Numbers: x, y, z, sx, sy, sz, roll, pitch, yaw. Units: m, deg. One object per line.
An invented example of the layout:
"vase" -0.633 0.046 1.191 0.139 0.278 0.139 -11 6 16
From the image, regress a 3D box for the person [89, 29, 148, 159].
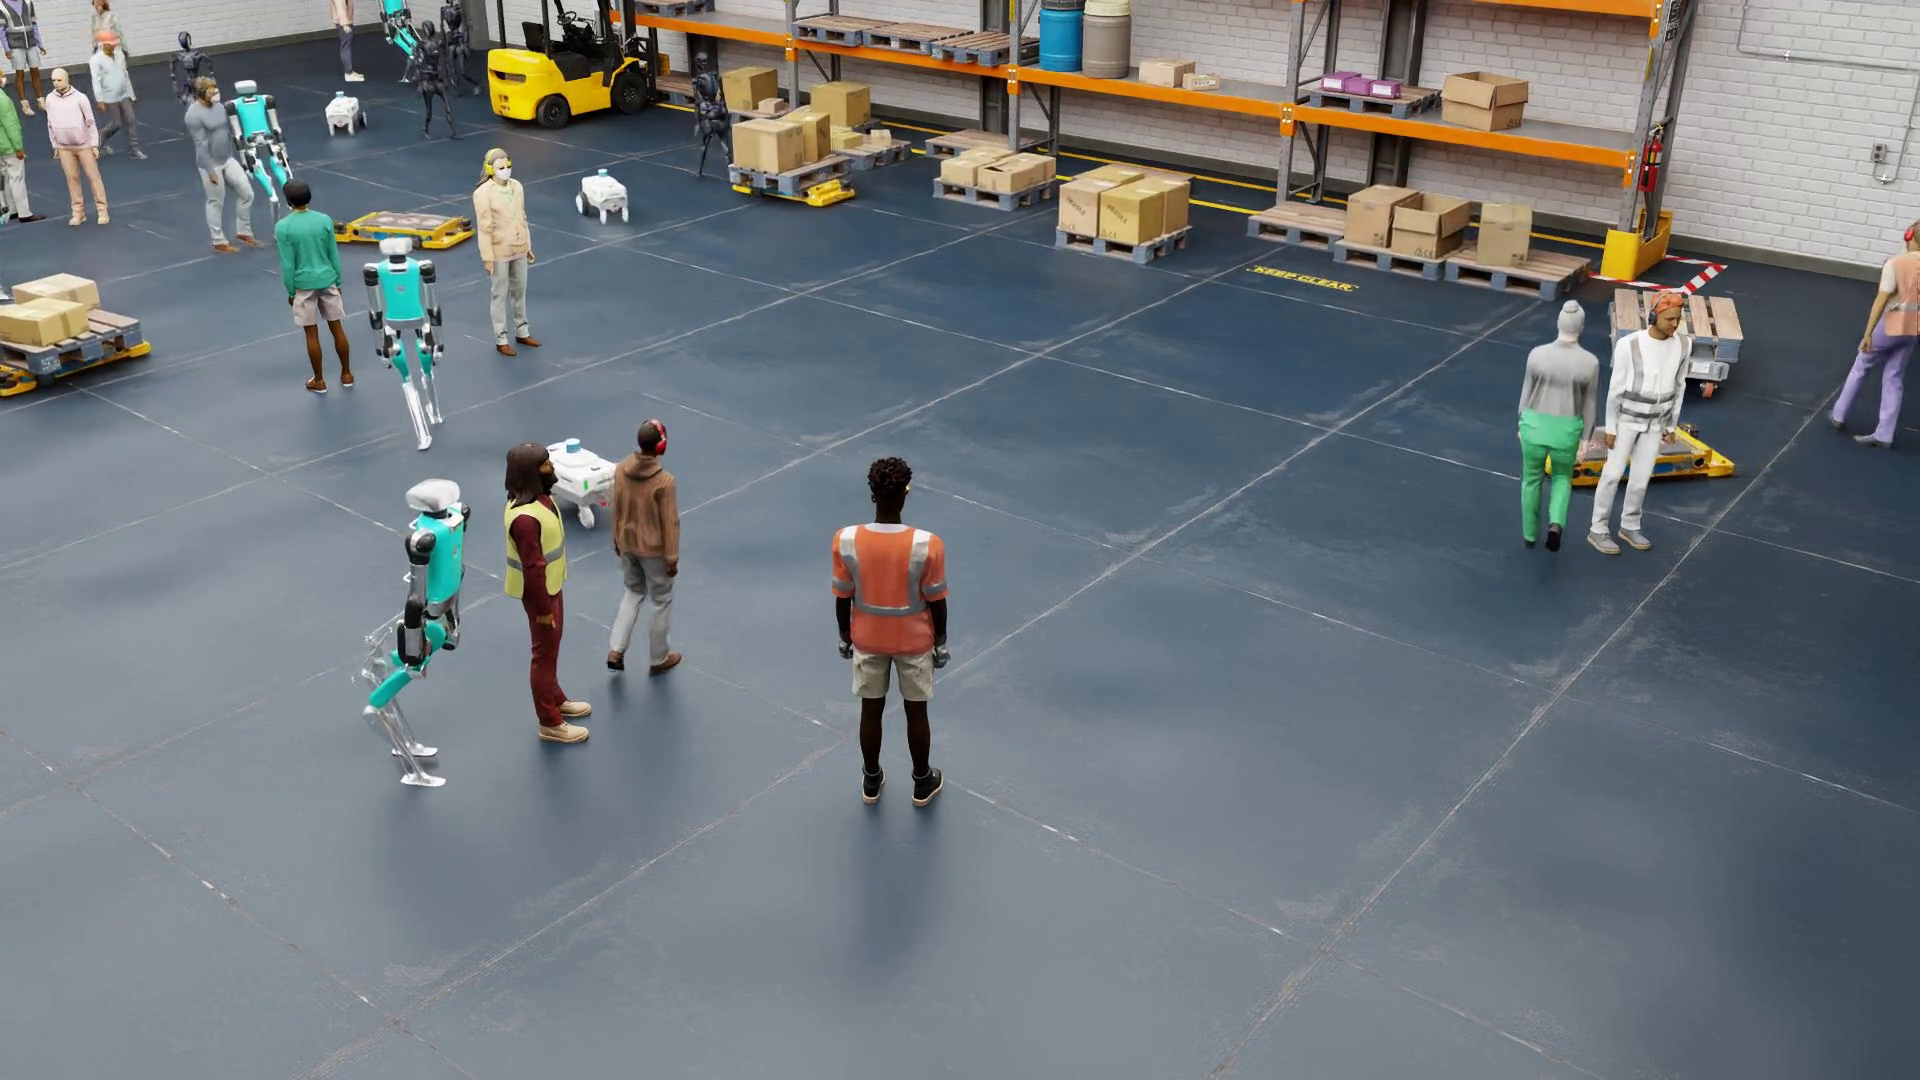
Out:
"person" -11.350 -5.957 22.230 0.589 1.724 0.598 9 27 18

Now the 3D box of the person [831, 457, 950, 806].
"person" -0.348 0.492 8.601 0.602 1.966 0.367 4 26 8

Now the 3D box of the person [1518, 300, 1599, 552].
"person" 4.052 -0.751 11.335 0.504 1.828 0.500 8 27 16

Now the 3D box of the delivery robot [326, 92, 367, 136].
"delivery robot" -8.900 -6.160 24.011 0.499 0.605 0.799 -4 26 -8

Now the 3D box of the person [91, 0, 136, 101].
"person" -13.086 -7.480 25.519 0.512 1.606 0.790 11 28 22

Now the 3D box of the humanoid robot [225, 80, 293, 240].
"humanoid robot" -7.711 -4.183 18.526 0.563 1.741 0.849 -16 30 -29

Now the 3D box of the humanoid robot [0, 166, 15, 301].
"humanoid robot" -9.874 -3.256 16.613 0.599 1.767 0.881 2 26 4

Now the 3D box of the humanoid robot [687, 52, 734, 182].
"humanoid robot" -3.162 -5.352 21.067 0.750 1.621 0.592 17 30 31

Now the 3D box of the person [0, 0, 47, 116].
"person" -14.003 -7.402 24.863 0.375 2.045 0.605 17 30 31

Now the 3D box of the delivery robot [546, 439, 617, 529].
"delivery robot" -2.810 -0.453 12.166 0.774 0.583 0.499 22 33 38

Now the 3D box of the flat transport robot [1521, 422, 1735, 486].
"flat transport robot" 5.198 -0.666 12.950 1.431 0.231 0.659 -4 26 -9

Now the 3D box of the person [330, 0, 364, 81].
"person" -10.149 -8.537 27.413 0.418 1.864 0.819 -8 27 -16

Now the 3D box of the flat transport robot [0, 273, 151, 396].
"flat transport robot" -8.120 -1.629 14.944 0.659 0.231 1.431 15 29 28

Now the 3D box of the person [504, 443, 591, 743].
"person" -2.323 0.290 9.245 0.372 1.768 0.475 -3 26 -6

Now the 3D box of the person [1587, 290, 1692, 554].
"person" 4.663 -0.801 11.389 0.565 1.878 0.354 -5 26 -10

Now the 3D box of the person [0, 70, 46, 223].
"person" -11.088 -4.595 19.355 0.547 1.779 0.384 16 30 30

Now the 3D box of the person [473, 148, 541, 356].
"person" -4.152 -2.639 15.191 0.391 1.875 0.566 17 30 31

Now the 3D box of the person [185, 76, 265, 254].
"person" -8.001 -4.058 18.073 0.625 1.918 0.631 7 27 15

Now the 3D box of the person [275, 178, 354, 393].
"person" -5.529 -2.174 14.252 0.497 1.854 0.395 -19 31 -33

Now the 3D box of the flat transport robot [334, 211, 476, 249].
"flat transport robot" -6.299 -3.510 18.840 1.431 0.231 0.659 6 26 13

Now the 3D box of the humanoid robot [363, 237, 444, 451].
"humanoid robot" -4.363 -1.604 13.247 0.539 1.806 0.935 -6 26 -13

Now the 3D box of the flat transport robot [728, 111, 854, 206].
"flat transport robot" -2.081 -4.394 20.670 1.431 0.231 0.659 16 30 30

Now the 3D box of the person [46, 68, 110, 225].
"person" -10.226 -4.550 19.252 0.522 1.784 0.403 -3 26 -7

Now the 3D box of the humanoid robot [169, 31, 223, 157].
"humanoid robot" -10.359 -6.070 22.574 0.609 1.647 0.567 -7 27 -14

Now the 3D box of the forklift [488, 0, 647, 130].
"forklift" -5.874 -7.334 24.552 1.214 2.155 2.313 19 32 34

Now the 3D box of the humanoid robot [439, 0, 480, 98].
"humanoid robot" -7.881 -7.811 26.128 0.612 1.642 0.442 13 29 25

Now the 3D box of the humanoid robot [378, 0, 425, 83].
"humanoid robot" -8.909 -8.194 26.698 0.735 1.677 0.533 19 32 34

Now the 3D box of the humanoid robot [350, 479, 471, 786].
"humanoid robot" -2.980 0.491 8.861 0.844 1.749 0.555 4 26 9

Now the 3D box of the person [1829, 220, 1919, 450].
"person" 7.393 -1.662 13.263 0.655 1.791 0.762 -4 26 -7

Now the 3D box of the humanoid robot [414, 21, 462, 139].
"humanoid robot" -7.394 -6.451 23.352 0.735 1.632 0.601 20 32 36

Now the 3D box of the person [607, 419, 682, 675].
"person" -1.883 0.081 9.832 0.487 1.625 0.489 13 29 24

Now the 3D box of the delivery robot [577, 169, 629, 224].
"delivery robot" -4.209 -4.088 19.696 0.499 0.585 0.784 -14 29 -27
